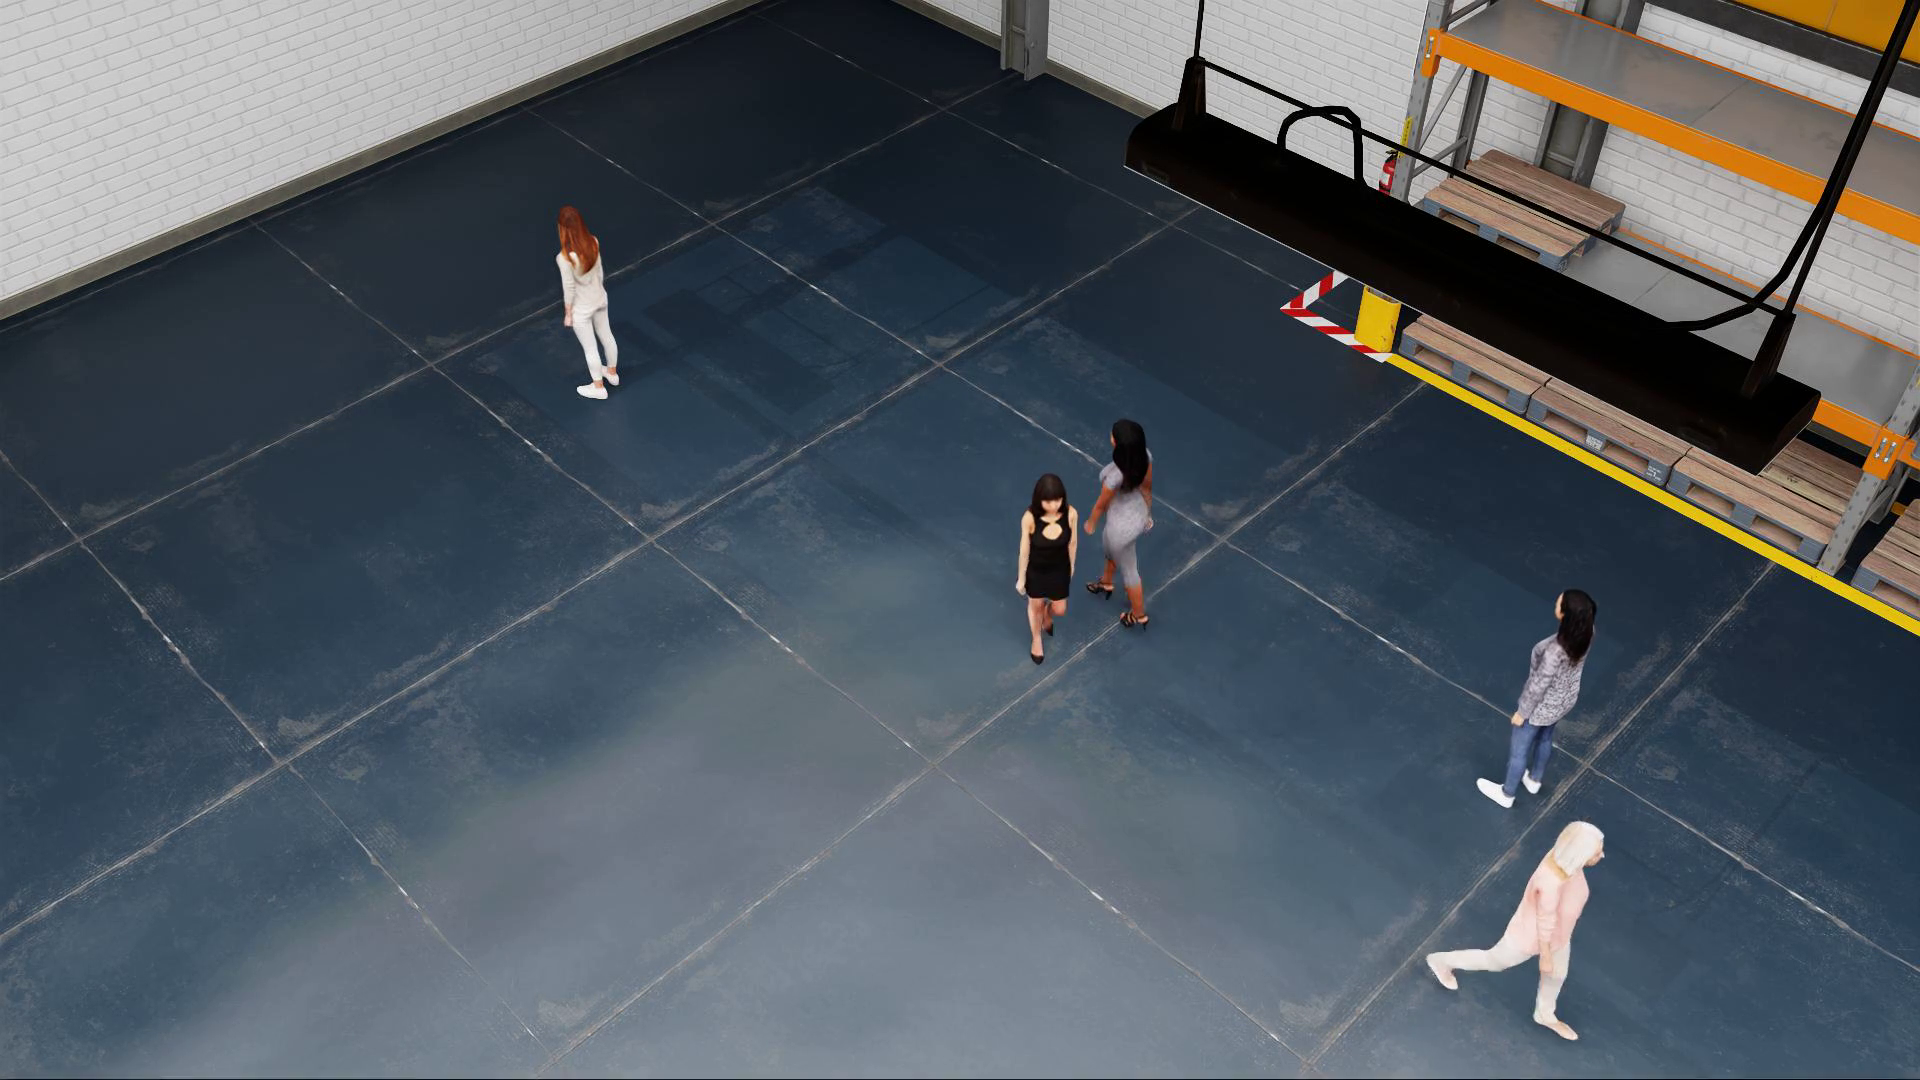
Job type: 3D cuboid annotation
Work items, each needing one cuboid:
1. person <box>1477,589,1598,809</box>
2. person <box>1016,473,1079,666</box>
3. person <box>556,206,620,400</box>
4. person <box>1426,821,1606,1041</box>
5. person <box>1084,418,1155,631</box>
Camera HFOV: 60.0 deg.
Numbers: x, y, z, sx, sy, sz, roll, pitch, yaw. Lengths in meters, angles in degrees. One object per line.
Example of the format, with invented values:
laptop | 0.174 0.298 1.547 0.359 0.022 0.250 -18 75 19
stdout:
person | 3.556 0.969 10.055 0.643 1.731 0.574 -29 50 -27
person | 0.545 0.139 10.994 0.721 1.637 0.782 -5 44 -5
person | -2.915 -1.862 13.040 0.622 1.713 0.649 23 48 22
person | 3.022 2.051 8.950 1.145 1.688 0.694 28 50 26
person | 1.176 -0.031 11.084 0.823 1.760 0.639 28 50 26
